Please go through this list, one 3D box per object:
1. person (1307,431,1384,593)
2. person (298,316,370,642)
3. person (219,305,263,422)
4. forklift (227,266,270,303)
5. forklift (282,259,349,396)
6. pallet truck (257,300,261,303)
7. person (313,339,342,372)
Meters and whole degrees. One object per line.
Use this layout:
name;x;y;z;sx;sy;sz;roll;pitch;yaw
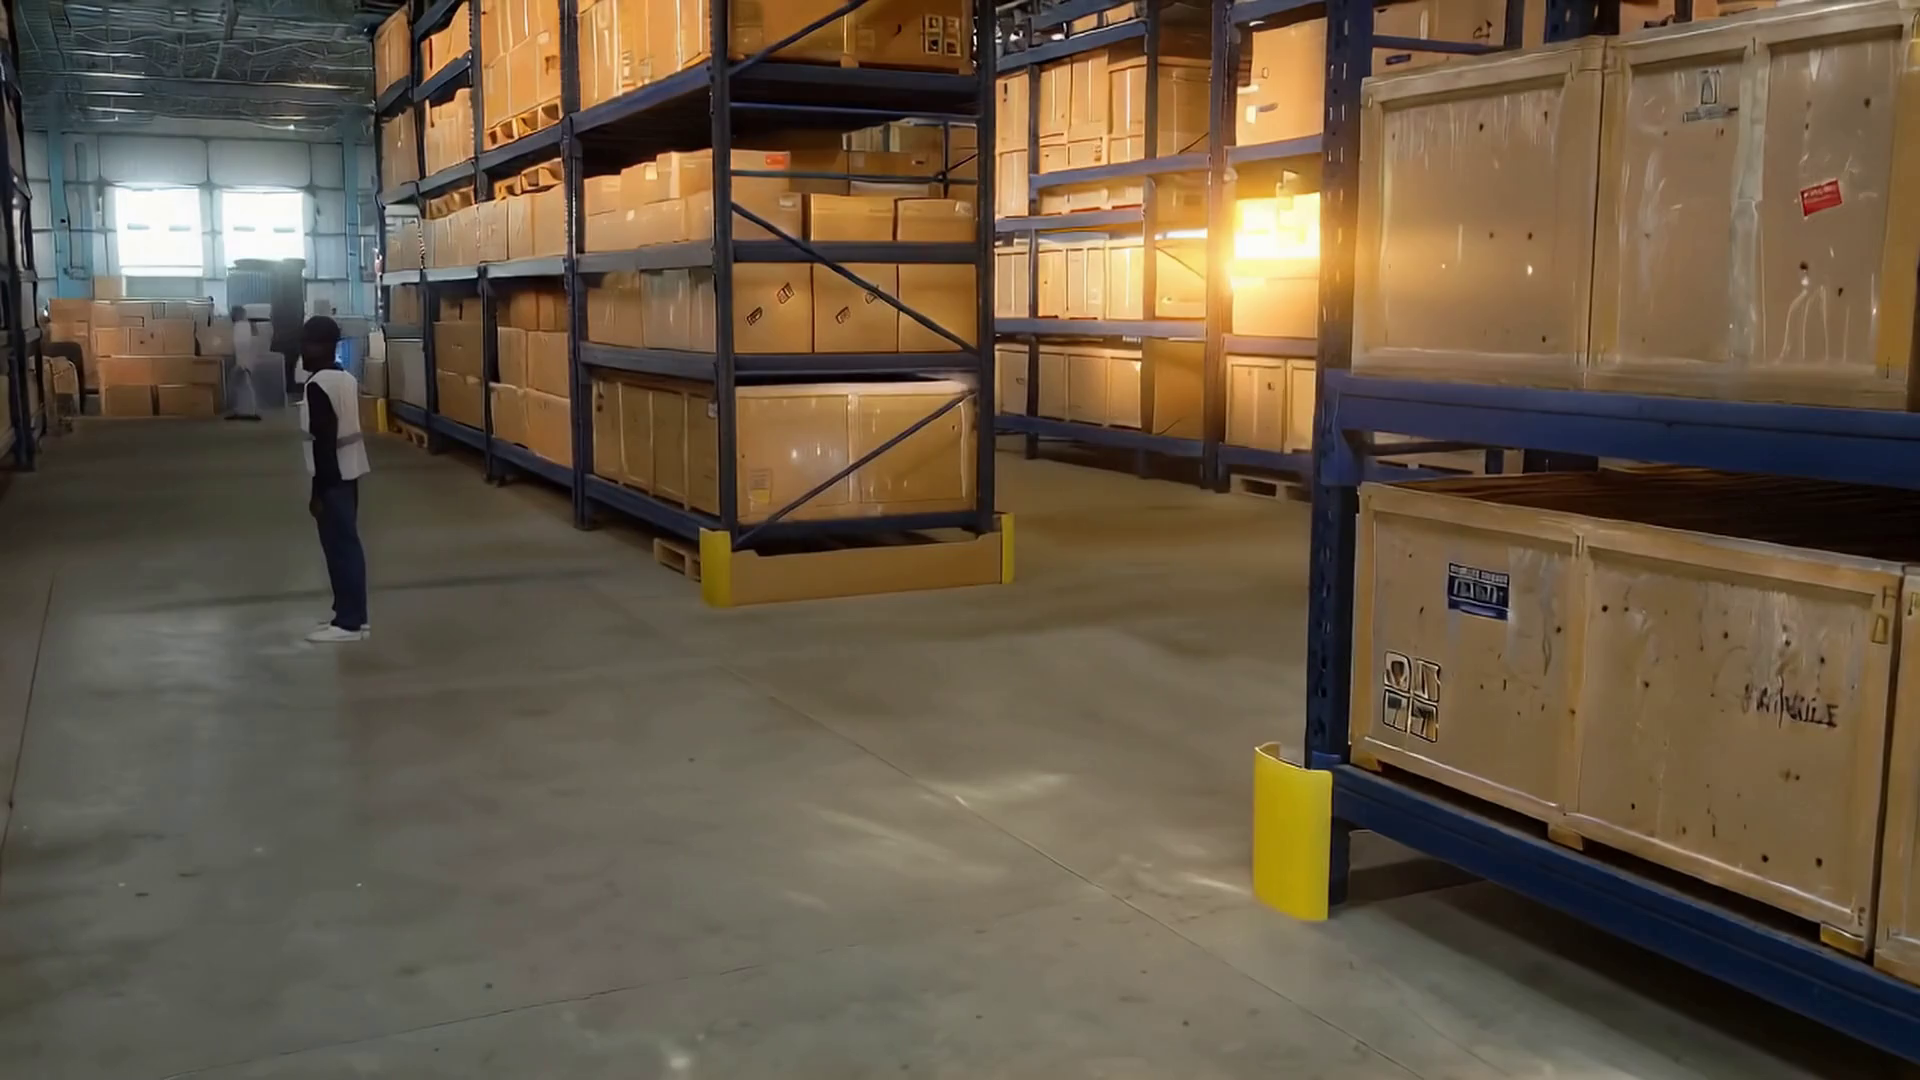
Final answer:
person;2.638;-0.389;11.111;0.729;1.602;0.535;-4;9;-28
person;-3.701;-0.356;9.843;0.375;1.917;0.599;-1;8;-6
person;-11.892;-2.887;27.318;0.812;1.906;0.652;-3;9;-18
forklift;-17.722;-5.442;41.613;1.129;2.768;1.873;-6;10;-35
forklift;-13.505;-4.315;33.843;1.873;2.768;1.129;-4;9;-27
pallet truck;-23.913;-7.404;58.171;1.885;1.965;0.823;-1;8;-9
person;-10.876;-2.926;28.591;0.534;1.615;0.389;0;8;2
